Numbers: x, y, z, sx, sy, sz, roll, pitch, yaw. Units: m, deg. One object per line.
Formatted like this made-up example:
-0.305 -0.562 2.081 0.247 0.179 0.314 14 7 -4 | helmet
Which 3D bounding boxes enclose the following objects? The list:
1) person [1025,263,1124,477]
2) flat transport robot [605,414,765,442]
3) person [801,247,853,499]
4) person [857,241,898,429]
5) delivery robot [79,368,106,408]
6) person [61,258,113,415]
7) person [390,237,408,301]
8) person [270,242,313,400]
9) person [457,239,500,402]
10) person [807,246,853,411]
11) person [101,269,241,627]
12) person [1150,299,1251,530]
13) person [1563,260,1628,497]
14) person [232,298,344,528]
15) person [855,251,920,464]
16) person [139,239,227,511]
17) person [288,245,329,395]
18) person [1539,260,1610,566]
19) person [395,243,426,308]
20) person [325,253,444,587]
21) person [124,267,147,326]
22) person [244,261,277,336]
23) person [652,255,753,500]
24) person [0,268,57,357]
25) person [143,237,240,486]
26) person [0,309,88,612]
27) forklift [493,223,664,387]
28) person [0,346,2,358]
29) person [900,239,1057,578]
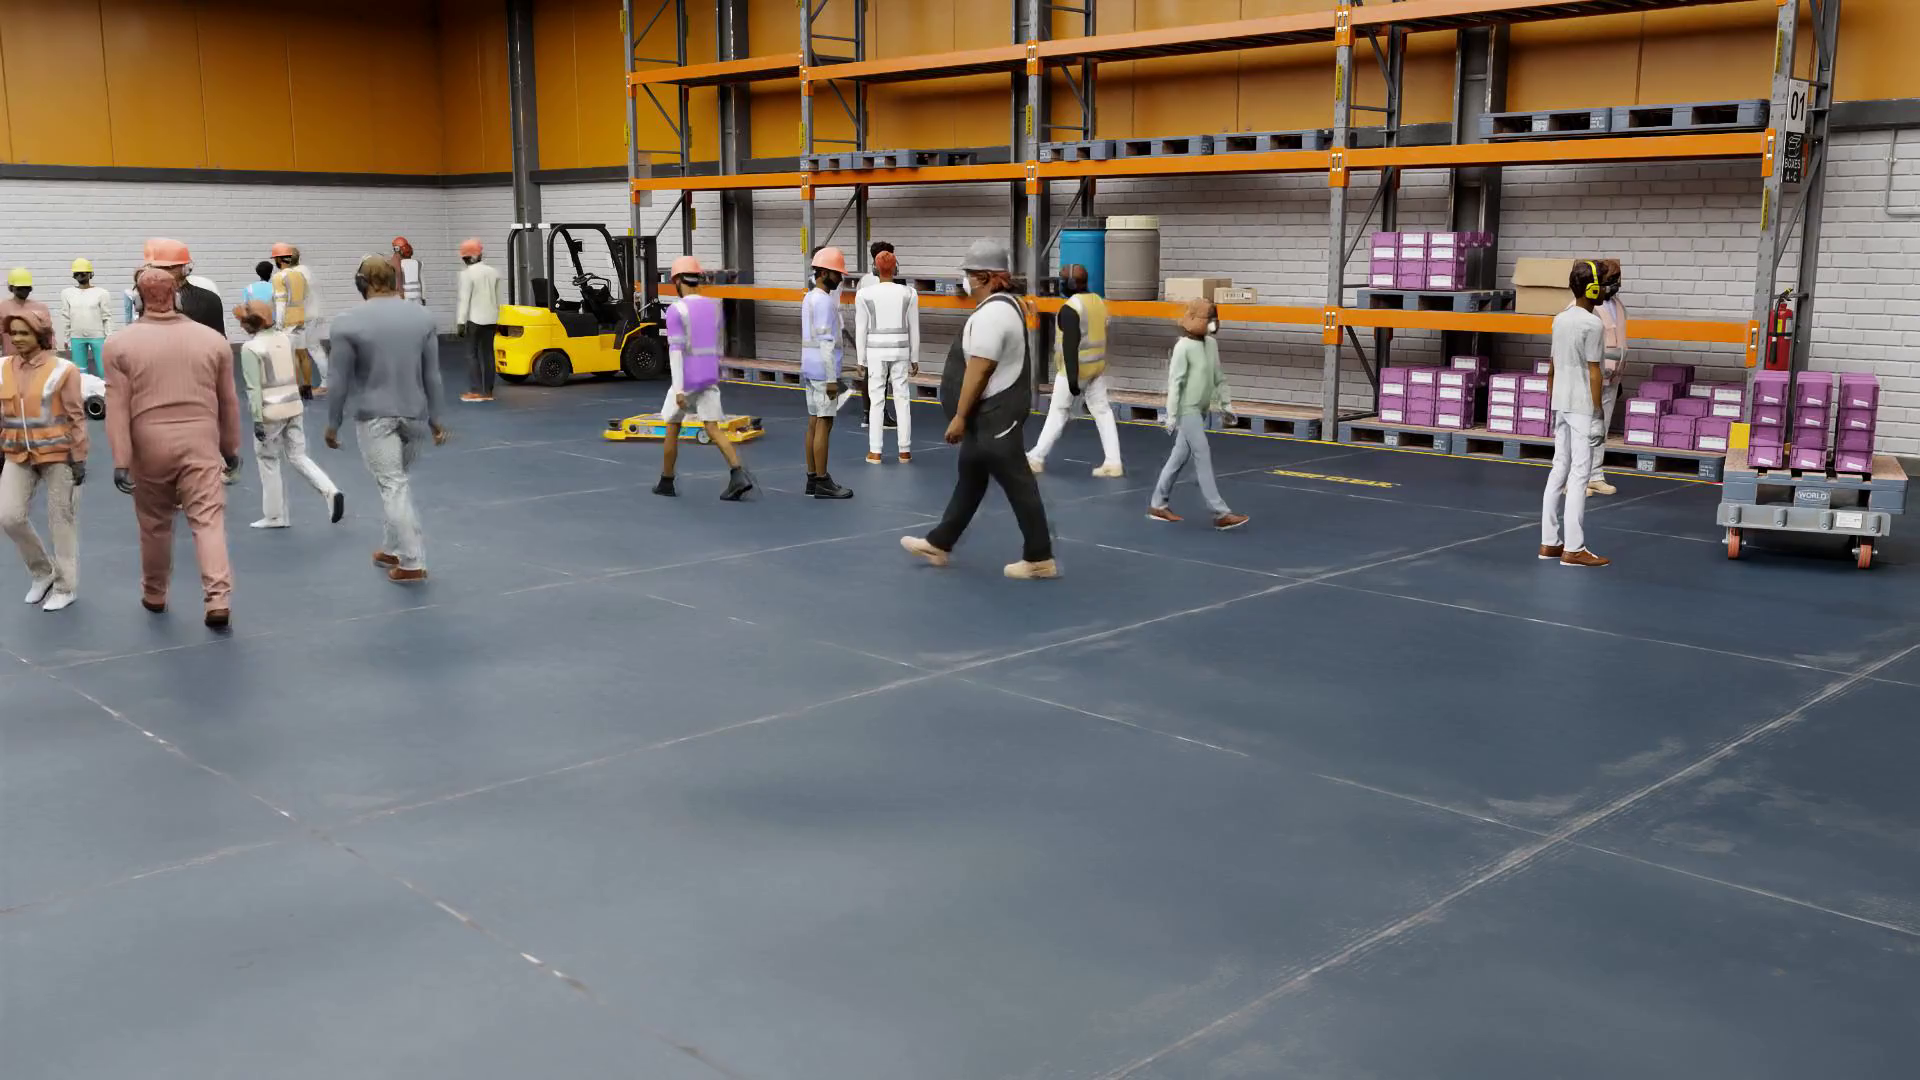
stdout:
0.968 -1.426 14.024 1.004 1.784 0.633 8 13 37 | person
-2.720 -1.118 16.470 1.431 0.197 0.652 2 11 13 | flat transport robot
-1.032 -1.283 12.850 0.374 1.928 0.542 -3 11 -17 | person
-0.845 -2.146 17.452 0.365 1.962 0.614 -7 13 -34 | person
-9.708 -1.663 18.411 0.707 0.478 0.477 0 10 -1 | delivery robot
-9.752 -2.258 18.601 0.525 1.772 0.305 -2 11 -13 | person
-9.823 -4.318 29.242 0.392 1.985 0.609 -4 11 -21 | person
-8.209 -2.658 20.328 0.376 1.933 0.551 2 11 13 | person
-5.862 -2.668 20.311 0.401 1.969 0.674 6 12 31 | person
-1.486 -2.366 18.828 0.562 1.899 0.608 5 12 27 | person
-4.090 -0.480 8.689 0.668 1.858 1.017 -7 13 -35 | person
1.664 -0.869 11.530 0.869 1.584 0.517 7 13 34 | person
4.944 -1.248 12.931 0.619 1.836 0.430 -7 13 -35 | person
-4.596 -0.848 11.343 0.665 1.605 0.553 3 11 17 | person
-0.644 -1.615 14.781 0.576 1.883 0.355 -2 11 -10 | person
-5.664 -1.184 12.129 0.623 1.989 0.400 -1 10 -3 | person
-8.346 -2.757 20.975 0.819 1.892 0.660 -4 11 -19 | person
3.814 -0.776 10.244 0.326 1.871 0.520 -2 11 -13 | person
-9.674 -4.269 29.244 0.573 1.887 0.355 -8 13 -37 | person
-3.407 -0.703 9.710 0.864 1.907 0.647 9 14 40 | person
-10.905 -2.855 22.311 0.512 1.602 0.824 -8 13 -38 | person
-9.109 -2.833 21.956 0.557 1.676 0.591 0 10 -3 | person
-1.982 -1.231 12.747 0.908 1.881 0.538 10 15 44 | person
-8.860 -1.712 15.768 0.939 1.704 0.531 10 14 42 | person
-6.222 -1.420 13.430 0.655 2.019 0.457 2 11 8 | person
-4.956 -0.423 8.952 0.537 1.626 0.371 0 10 0 | person
-5.316 -3.263 22.920 2.313 2.155 1.214 -10 14 -44 | forklift
-9.856 -1.883 16.681 0.496 1.725 0.547 2 11 10 | person
0.121 -0.789 9.849 1.023 2.000 0.681 1 10 8 | person
